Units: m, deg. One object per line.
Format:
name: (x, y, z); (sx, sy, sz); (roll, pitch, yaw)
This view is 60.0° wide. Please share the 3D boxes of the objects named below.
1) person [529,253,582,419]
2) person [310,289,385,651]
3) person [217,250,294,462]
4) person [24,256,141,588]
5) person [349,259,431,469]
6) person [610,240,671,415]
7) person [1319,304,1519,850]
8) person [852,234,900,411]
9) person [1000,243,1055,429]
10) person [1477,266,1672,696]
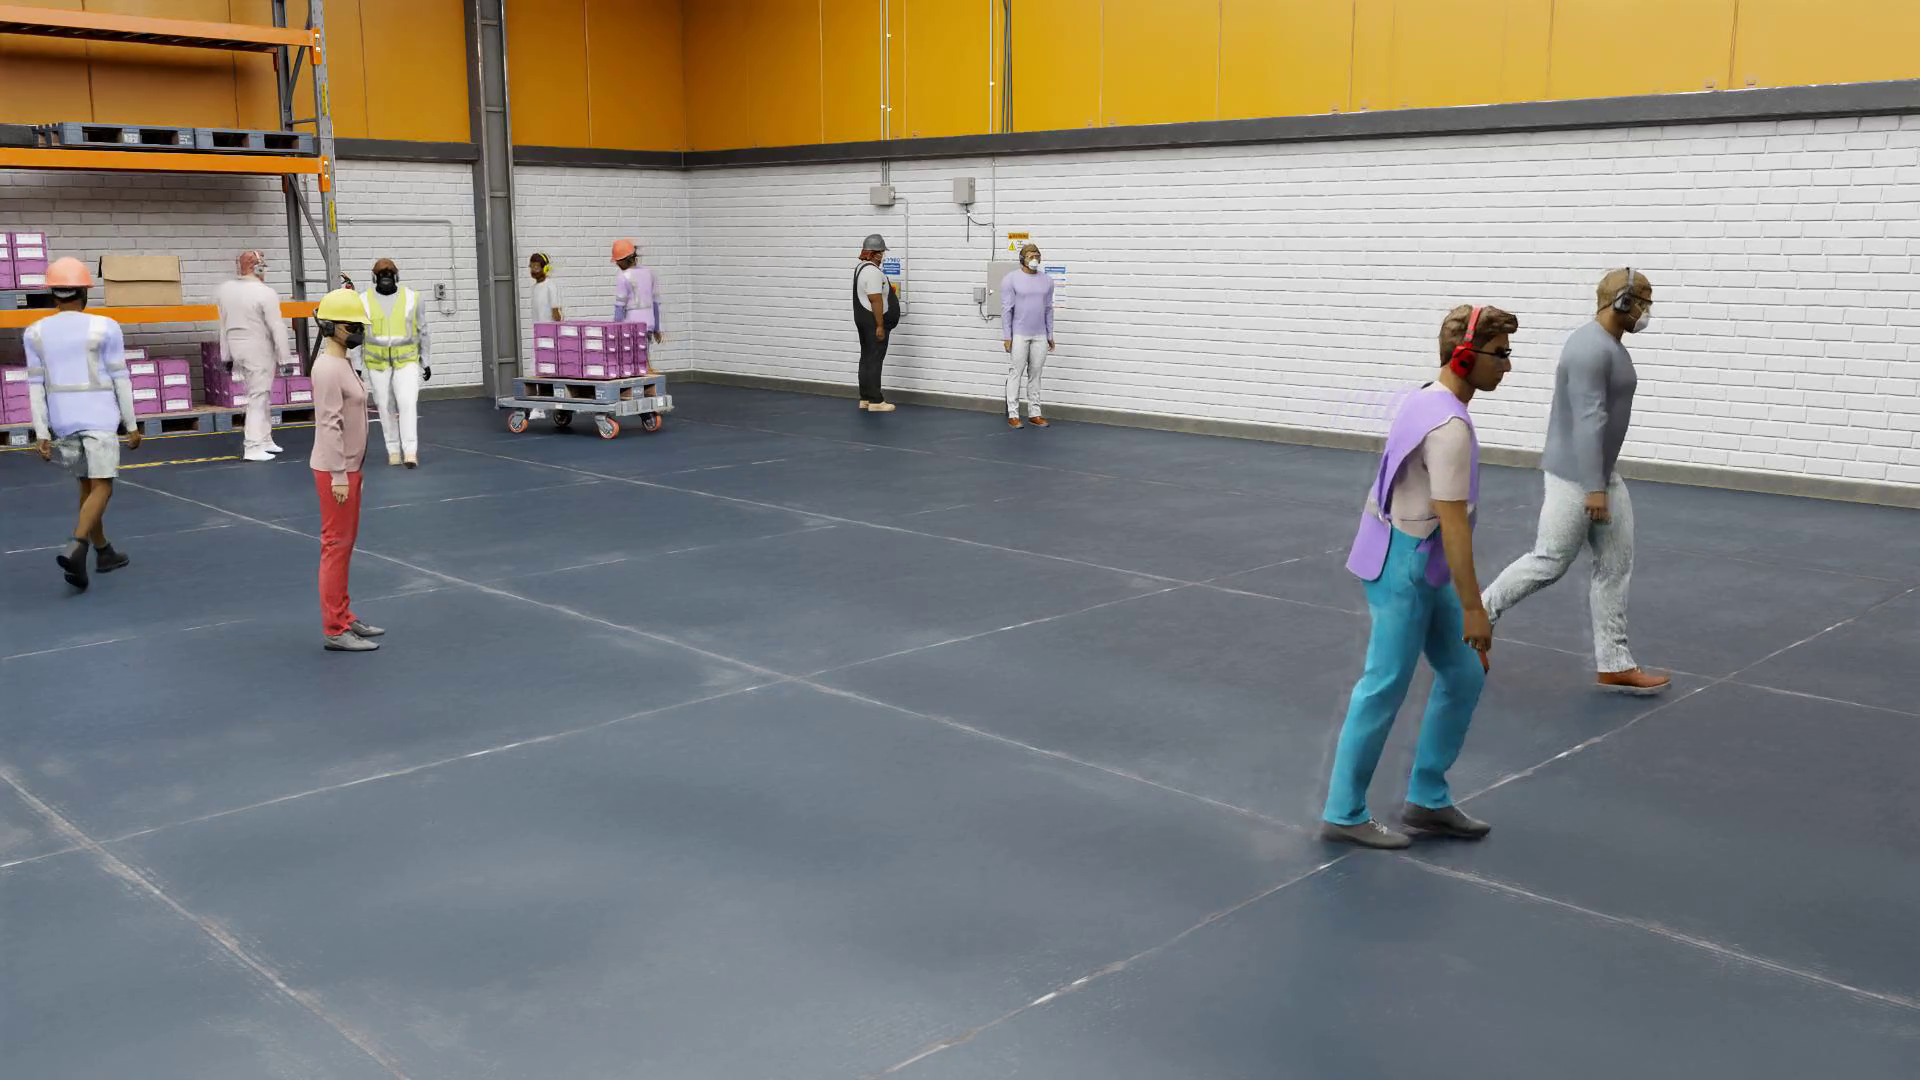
person: (-4.512, -2.247, 18.371); (0.723, 1.843, 0.539); (-9, 14, -41)
person: (-3.010, -0.343, 8.171); (0.327, 1.765, 0.528); (-2, 11, -12)
person: (-6.282, -1.664, 15.040); (0.671, 1.879, 0.731); (5, 11, 24)
person: (-5.137, -0.687, 9.675); (0.542, 1.911, 0.918); (0, 10, -1)
person: (-4.930, -1.509, 14.390); (0.658, 1.809, 0.877); (-3, 11, -15)
person: (-3.631, -2.392, 18.797); (0.913, 1.980, 0.651); (4, 11, 23)
person: (1.517, 0.149, 5.355); (0.684, 1.804, 0.567); (3, 11, 17)
person: (-0.960, -2.522, 19.296); (0.539, 2.000, 0.689); (-4, 11, -19)
person: (0.726, -2.147, 17.531); (0.628, 1.939, 0.373); (-5, 12, -27)
person: (2.721, -0.272, 7.451); (0.928, 1.891, 0.692); (8, 13, 36)
